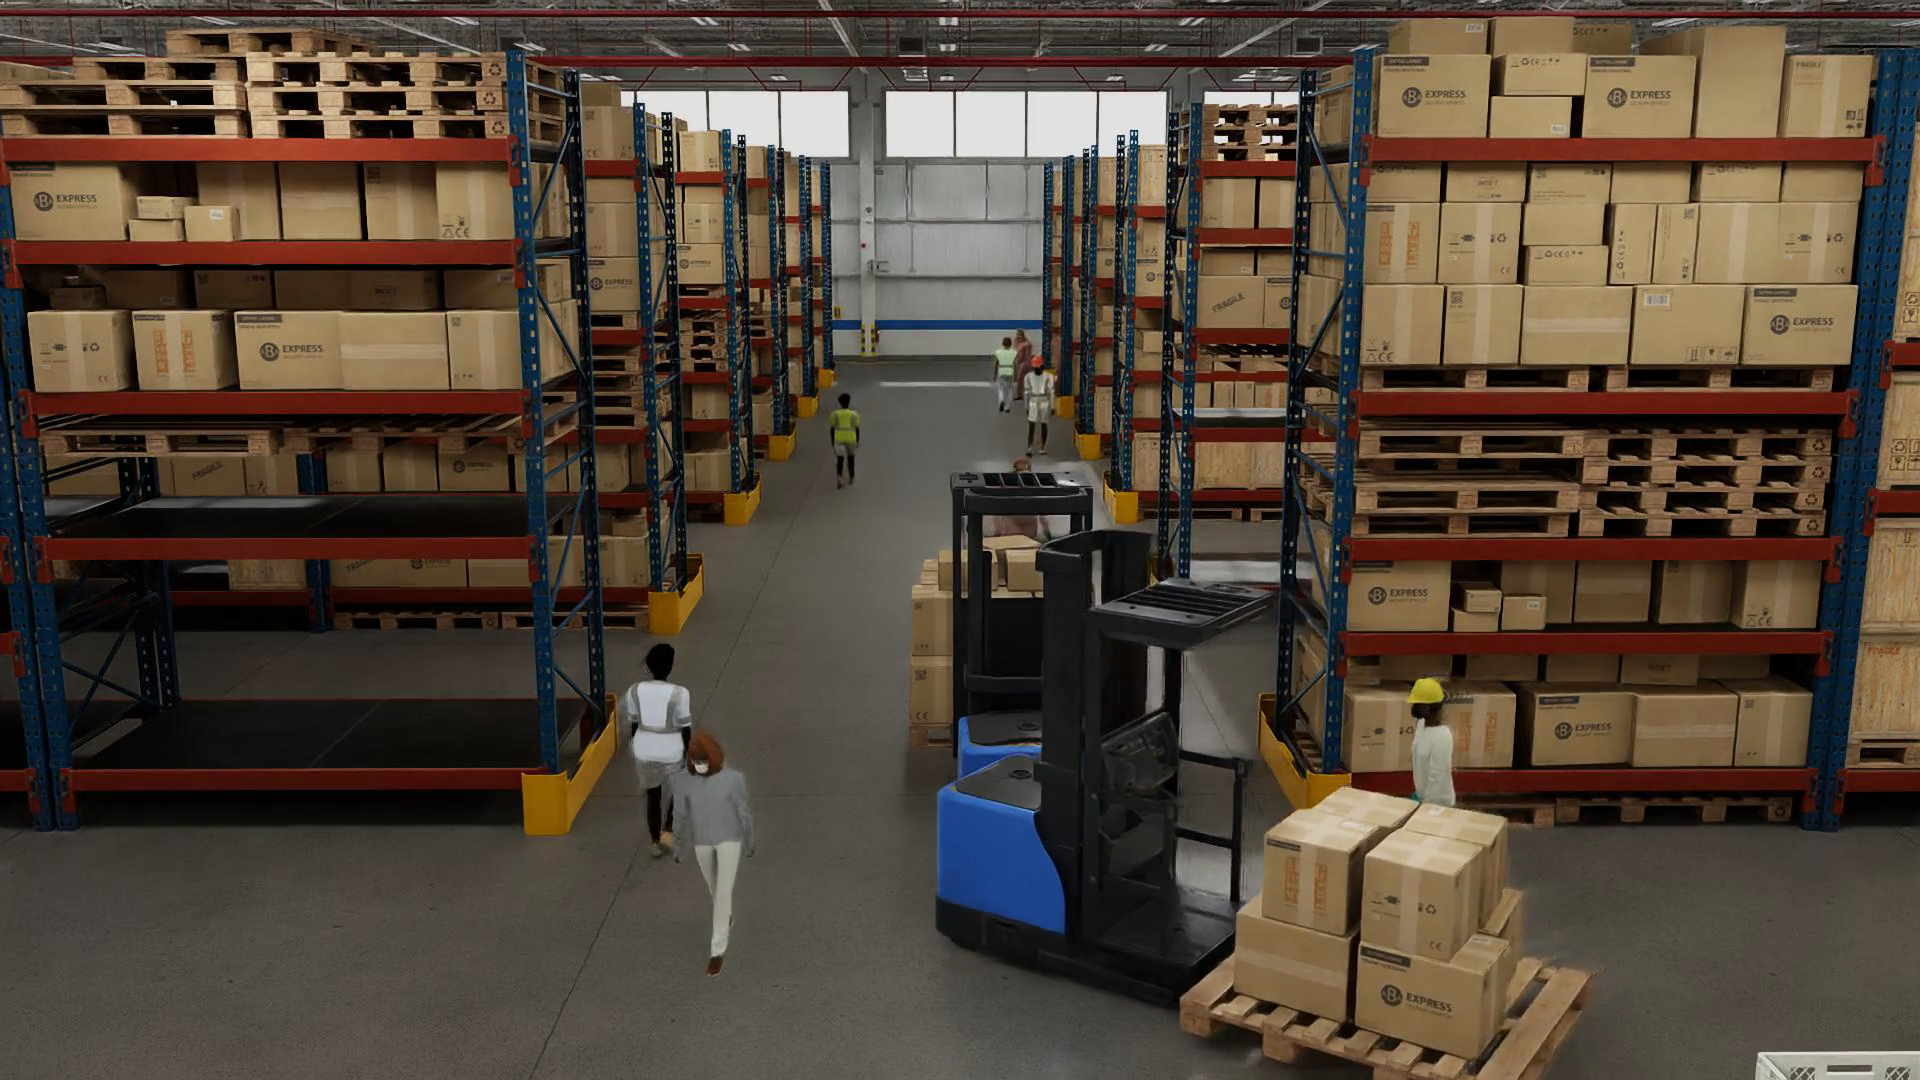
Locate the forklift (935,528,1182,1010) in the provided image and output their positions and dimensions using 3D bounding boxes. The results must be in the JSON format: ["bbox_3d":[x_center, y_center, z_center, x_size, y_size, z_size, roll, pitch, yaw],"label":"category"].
[{"bbox_3d":[0.859,1.360,10.961,1.873,2.768,1.129,8,14,34],"label":"forklift"}]

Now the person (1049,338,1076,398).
[{"bbox_3d":[2.675,-4.558,42.856,0.916,1.864,0.694,-4,12,-18],"label":"person"}]

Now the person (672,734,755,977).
[{"bbox_3d":[-1.633,2.002,11.041,0.521,1.570,0.828,2,12,9],"label":"person"}]

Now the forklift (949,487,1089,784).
[{"bbox_3d":[0.495,0.986,12.813,1.129,2.768,1.873,0,11,-2],"label":"forklift"}]

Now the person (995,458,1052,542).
[{"bbox_3d":[0.821,-0.089,20.709,0.652,1.853,1.004,-5,13,-25],"label":"person"}]

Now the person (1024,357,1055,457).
[{"bbox_3d":[1.561,-2.634,32.977,0.633,1.986,1.049,2,12,11],"label":"person"}]

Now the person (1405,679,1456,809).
[{"bbox_3d":[3.184,1.816,11.560,0.861,1.726,0.543,-1,11,-7],"label":"person"}]

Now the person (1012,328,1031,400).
[{"bbox_3d":[1.531,-4.498,42.491,0.455,1.873,0.731,-9,14,-37],"label":"person"}]

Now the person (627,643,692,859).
[{"bbox_3d":[-2.277,1.617,12.644,0.544,1.681,0.374,3,12,14],"label":"person"}]

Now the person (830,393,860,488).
[{"bbox_3d":[-2.043,-1.762,29.475,0.541,1.672,0.799,0,11,0],"label":"person"}]

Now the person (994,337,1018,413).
[{"bbox_3d":[1.106,-3.953,39.886,0.583,1.835,0.487,1,11,3],"label":"person"}]
